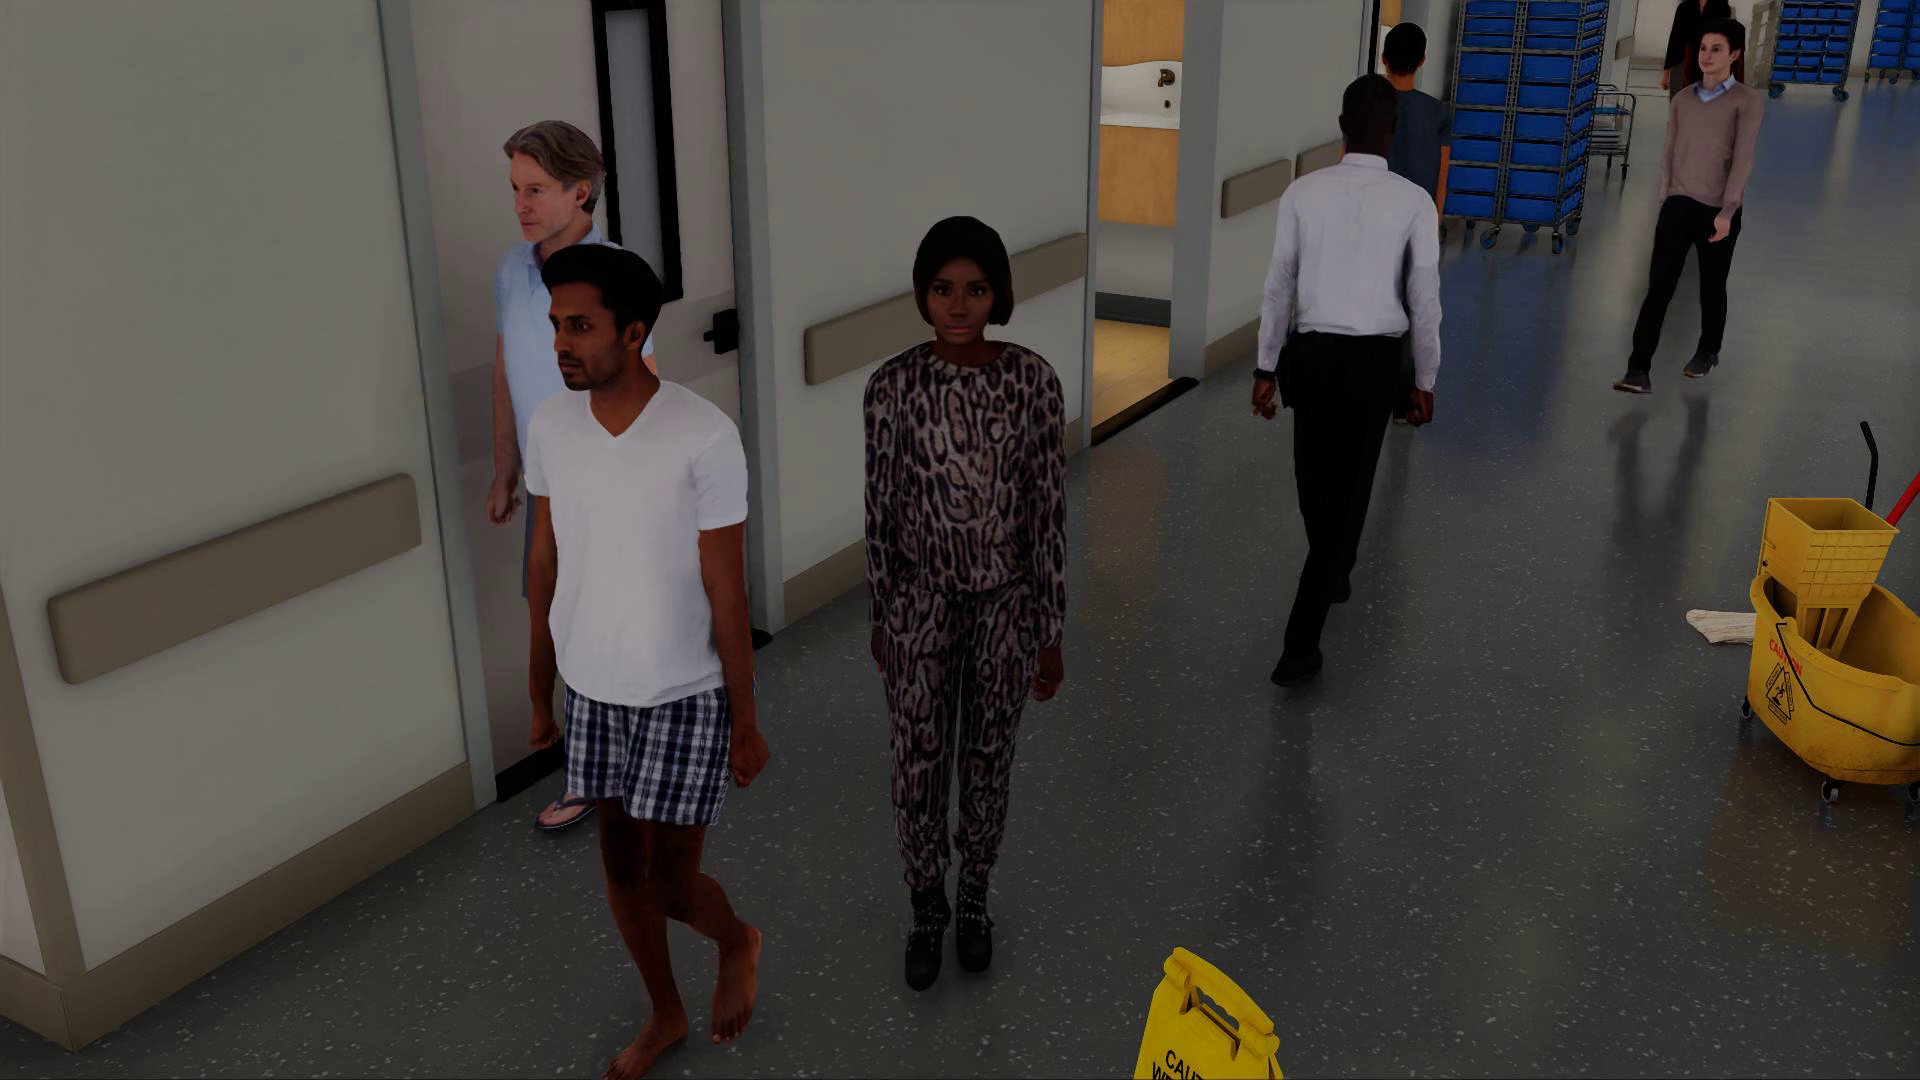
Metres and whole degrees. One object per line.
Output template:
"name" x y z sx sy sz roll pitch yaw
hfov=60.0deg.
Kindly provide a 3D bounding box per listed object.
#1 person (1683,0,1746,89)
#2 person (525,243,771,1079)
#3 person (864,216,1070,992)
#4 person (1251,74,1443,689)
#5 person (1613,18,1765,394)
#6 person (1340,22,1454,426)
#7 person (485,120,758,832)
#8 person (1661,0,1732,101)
"person" 6.040 -3.513 13.386 0.672 1.627 0.643 11 23 27
"person" -0.566 0.261 3.295 0.675 1.716 0.660 10 23 24
"person" 0.017 0.140 3.635 0.705 1.702 0.763 -1 21 -3
"person" 1.113 -0.423 4.980 0.690 1.802 1.168 11 23 26
"person" 3.657 -1.582 8.102 1.279 1.758 0.871 -18 27 -39
"person" 1.962 -1.421 7.604 0.725 1.810 0.710 1 21 2
"person" -0.848 -0.144 4.227 0.774 1.814 0.905 18 27 38
"person" 6.215 -3.882 14.132 0.750 1.788 1.167 8 22 21
